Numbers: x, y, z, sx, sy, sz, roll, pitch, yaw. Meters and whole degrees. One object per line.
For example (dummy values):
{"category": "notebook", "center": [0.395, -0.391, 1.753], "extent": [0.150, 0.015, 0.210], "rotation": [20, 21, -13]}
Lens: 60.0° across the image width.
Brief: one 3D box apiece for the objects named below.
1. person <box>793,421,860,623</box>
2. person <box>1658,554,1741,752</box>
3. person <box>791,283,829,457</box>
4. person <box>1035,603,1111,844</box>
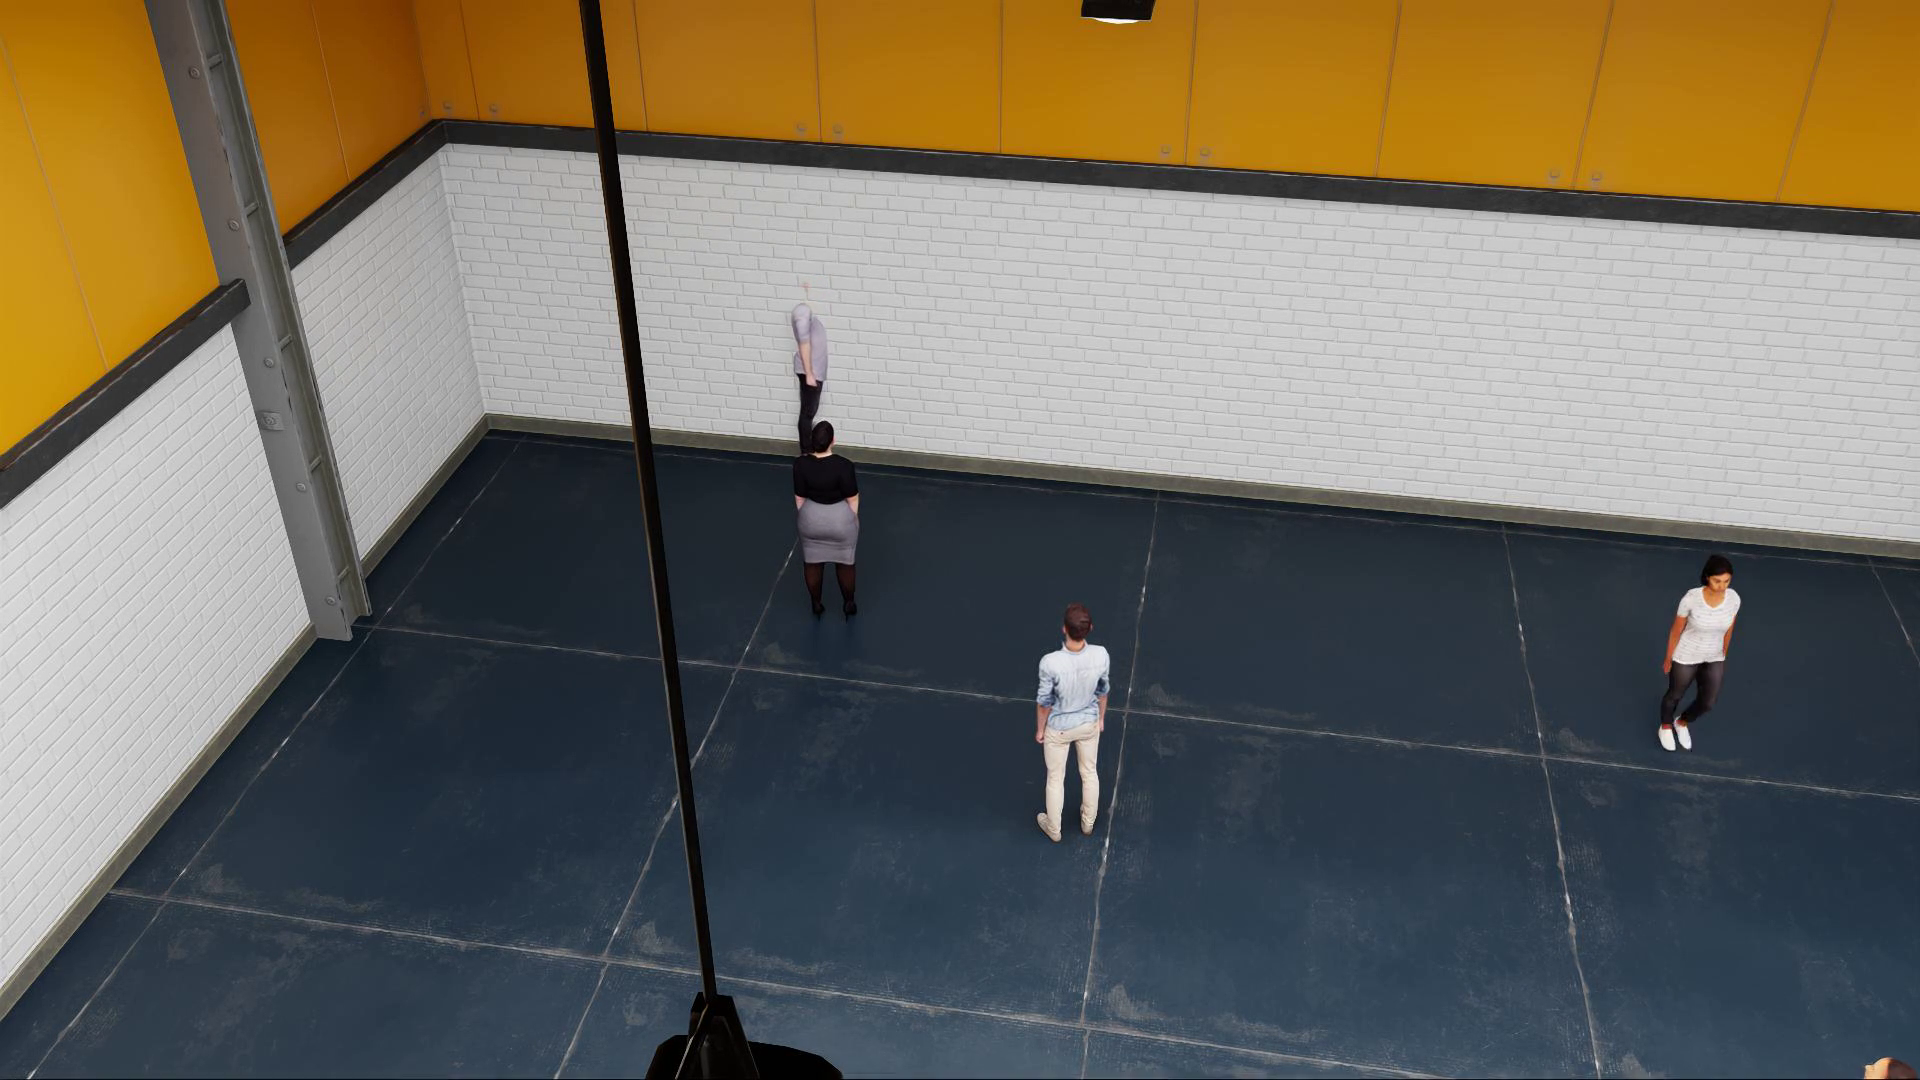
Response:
{"category": "person", "center": [-1.027, -0.134, 12.918], "extent": [0.662, 1.760, 0.612], "rotation": [4, 34, 6]}
{"category": "person", "center": [5.146, 0.762, 11.684], "extent": [0.623, 1.635, 0.600], "rotation": [2, 34, 2]}
{"category": "person", "center": [-1.350, -1.578, 15.024], "extent": [0.754, 1.834, 0.561], "rotation": [1, 34, 2]}
{"category": "person", "center": [0.730, 1.196, 10.839], "extent": [0.728, 1.848, 0.702], "rotation": [-8, 34, -12]}
